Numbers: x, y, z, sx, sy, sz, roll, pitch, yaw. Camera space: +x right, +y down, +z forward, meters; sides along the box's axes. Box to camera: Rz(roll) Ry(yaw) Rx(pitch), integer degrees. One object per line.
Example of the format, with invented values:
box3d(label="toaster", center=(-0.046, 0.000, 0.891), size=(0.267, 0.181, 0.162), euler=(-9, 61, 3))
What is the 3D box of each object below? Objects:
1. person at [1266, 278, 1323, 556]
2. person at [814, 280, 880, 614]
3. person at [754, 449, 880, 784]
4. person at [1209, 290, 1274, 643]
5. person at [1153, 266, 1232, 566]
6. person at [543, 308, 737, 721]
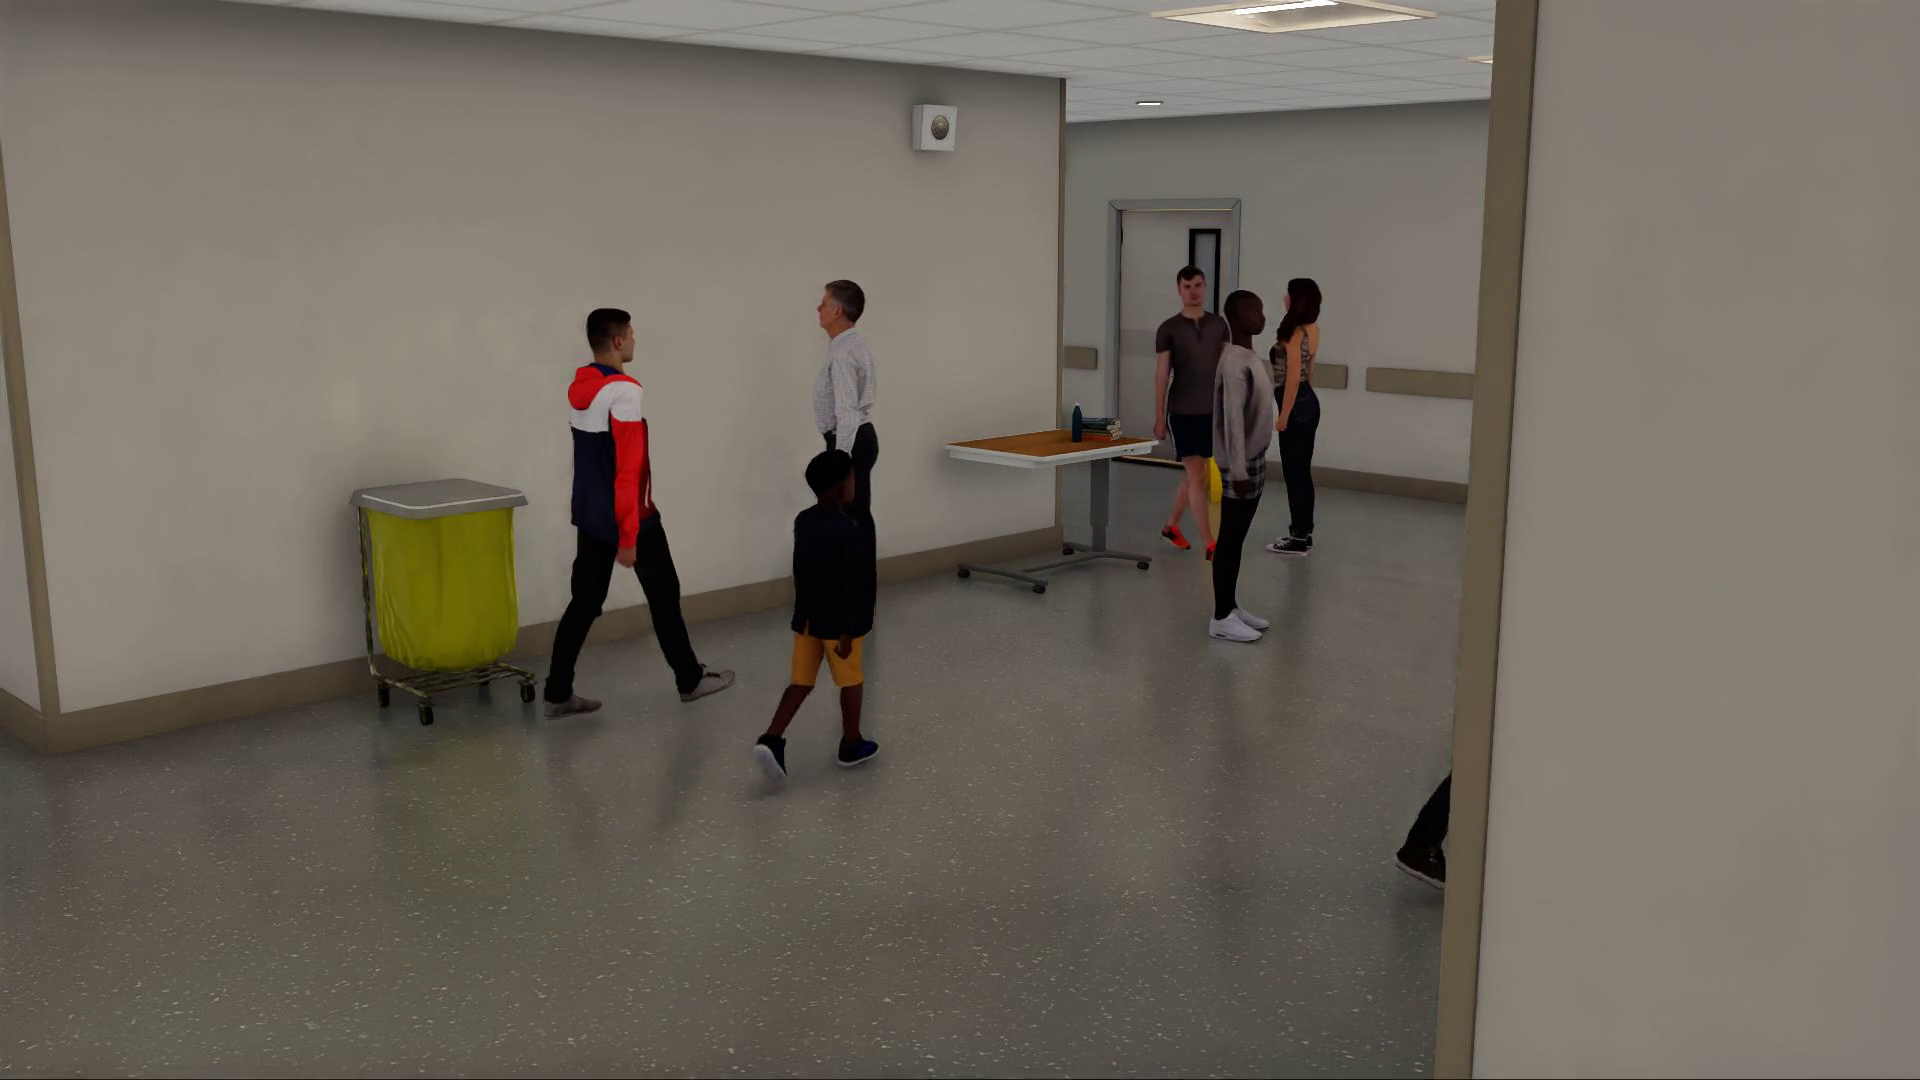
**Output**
box3d(label="person", center=(2.183, -0.803, 10.717), size=(0.628, 1.768, 0.666), euler=(6, 12, 27))
box3d(label="person", center=(-0.585, -0.468, 8.813), size=(0.771, 1.819, 0.735), euler=(1, 11, 6))
box3d(label="person", center=(-0.553, 0.299, 6.300), size=(0.835, 1.250, 0.685), euler=(7, 13, 33))
box3d(label="person", center=(1.422, -0.389, 8.527), size=(0.672, 1.771, 0.690), euler=(4, 12, 21))
box3d(label="person", center=(1.447, -0.766, 10.426), size=(0.963, 1.803, 1.254), euler=(-4, 12, -22))
box3d(label="person", center=(-1.523, -0.065, 6.967), size=(0.732, 1.715, 1.018), euler=(-10, 14, -41))
